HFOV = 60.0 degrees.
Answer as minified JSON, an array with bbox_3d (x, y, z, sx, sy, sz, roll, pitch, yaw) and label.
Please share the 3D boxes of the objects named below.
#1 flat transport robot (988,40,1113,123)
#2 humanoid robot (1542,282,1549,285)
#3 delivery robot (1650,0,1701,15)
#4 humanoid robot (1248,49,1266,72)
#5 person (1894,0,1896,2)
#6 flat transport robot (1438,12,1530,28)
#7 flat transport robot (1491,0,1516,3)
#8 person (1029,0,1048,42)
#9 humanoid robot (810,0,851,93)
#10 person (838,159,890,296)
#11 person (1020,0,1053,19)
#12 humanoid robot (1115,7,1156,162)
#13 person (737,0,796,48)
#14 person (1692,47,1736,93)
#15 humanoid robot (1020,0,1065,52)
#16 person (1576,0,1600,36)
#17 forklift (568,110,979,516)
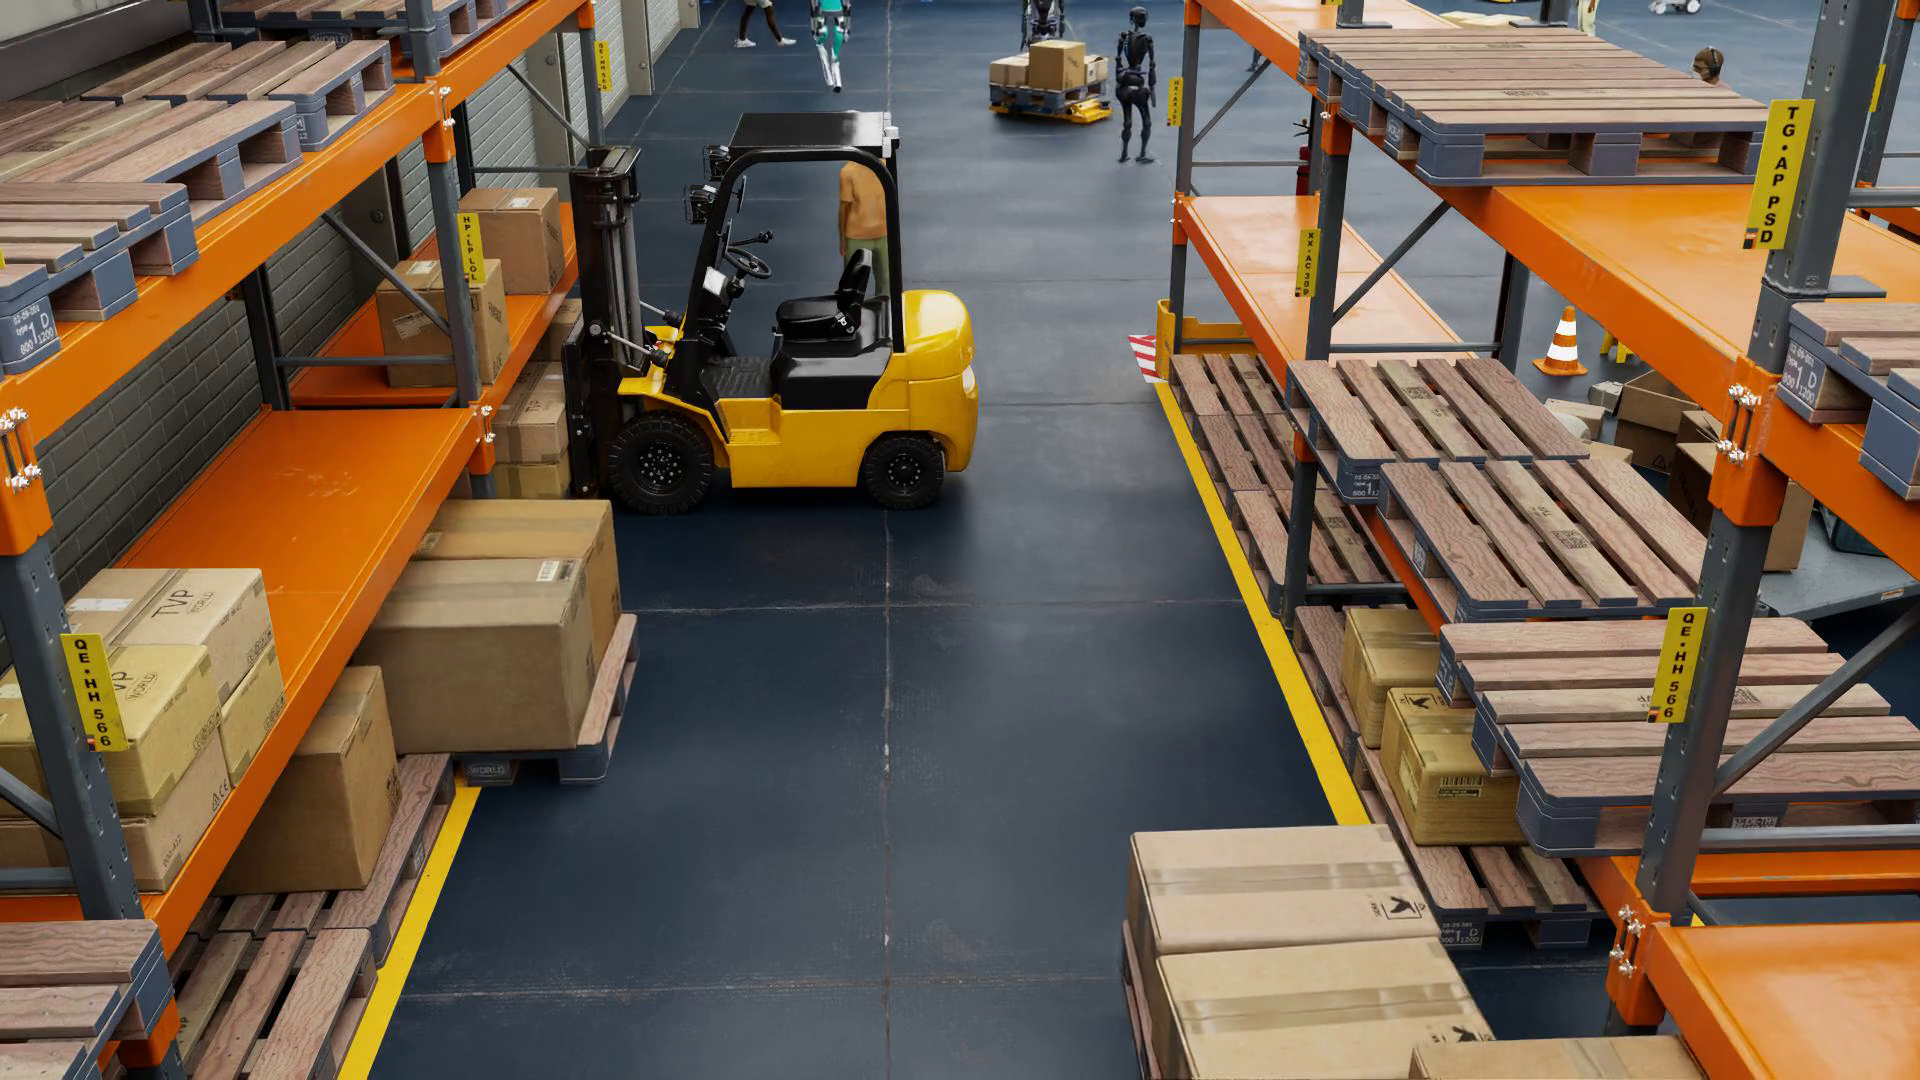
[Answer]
[{"bbox_3d":[1.129,-5.429,20.800,1.431,0.231,0.659,16,30,31],"label":"flat transport robot"},{"bbox_3d":[5.202,-2.984,13.869,0.681,1.770,0.532,13,28,26],"label":"humanoid robot"},{"bbox_3d":[12.514,-9.462,29.027,0.807,0.613,0.499,0,25,-1],"label":"delivery robot"},{"bbox_3d":[4.247,-7.464,23.448,0.330,1.651,0.591,7,26,14],"label":"humanoid robot"},{"bbox_3d":[17.279,-10.756,30.203,0.498,1.886,0.880,-1,25,-2],"label":"person"},{"bbox_3d":[7.457,-6.980,24.085,0.659,0.231,1.431,14,29,28],"label":"flat transport robot"},{"bbox_3d":[10.223,-10.069,30.625,1.431,0.231,0.659,-12,28,-24],"label":"flat transport robot"},{"bbox_3d":[1.151,-7.849,24.080,0.388,1.845,0.565,-6,26,-12],"label":"person"},{"bbox_3d":[-1.709,-6.742,21.868,0.530,1.724,1.046,-4,26,-8],"label":"humanoid robot"},{"bbox_3d":[-0.673,-2.237,12.362,0.456,1.705,0.407,-9,27,-18],"label":"person"},{"bbox_3d":[1.318,-9.696,28.150,0.583,1.701,0.843,19,31,34],"label":"person"},{"bbox_3d":[1.935,-4.990,18.232,0.419,1.648,0.611,-20,32,-36],"label":"humanoid robot"},{"bbox_3d":[-2.991,-8.422,25.293,0.975,1.836,0.511,-4,26,-9],"label":"person"},{"bbox_3d":[6.217,-3.193,14.119,0.371,1.934,0.627,-11,27,-21],"label":"person"},{"bbox_3d":[1.077,-6.486,21.398,0.609,1.650,0.320,4,26,8],"label":"humanoid robot"},{"bbox_3d":[8.957,-7.672,23.652,0.384,1.890,0.545,1,25,2],"label":"person"},{"bbox_3d":[-1.043,-1.379,9.976,2.313,2.155,1.214,-1,25,-2],"label":"forklift"}]
